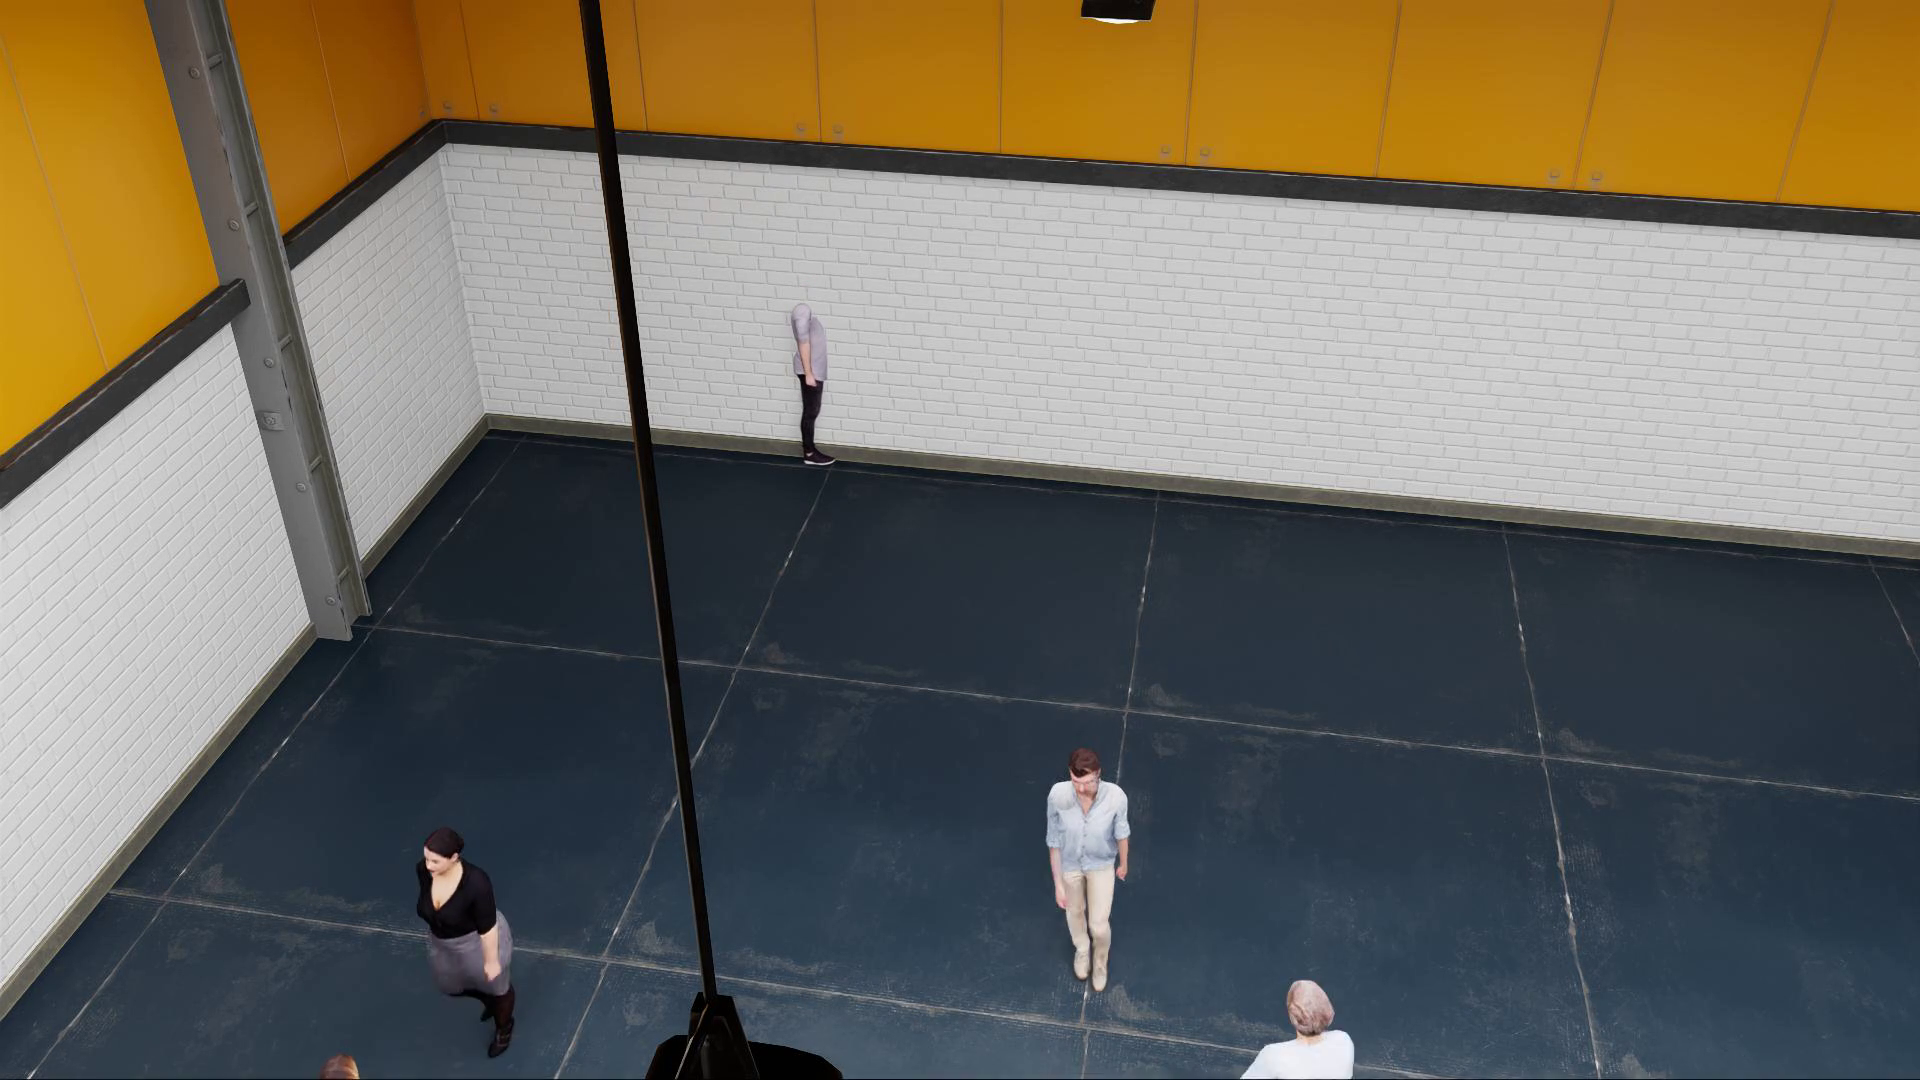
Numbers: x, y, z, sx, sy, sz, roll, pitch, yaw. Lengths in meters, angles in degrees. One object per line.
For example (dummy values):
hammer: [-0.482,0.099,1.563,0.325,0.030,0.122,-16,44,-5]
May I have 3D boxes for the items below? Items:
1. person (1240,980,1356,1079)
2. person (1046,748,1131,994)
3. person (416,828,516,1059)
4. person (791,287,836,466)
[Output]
person: [1.699,2.990,8.145,1.028,1.841,1.264,-12,35,-17]
person: [0.750,1.853,9.871,0.630,1.823,0.667,4,34,6]
person: [-2.709,2.212,9.400,0.737,1.748,0.782,13,36,19]
person: [-1.352,-1.573,15.016,0.759,1.834,0.566,2,34,2]
